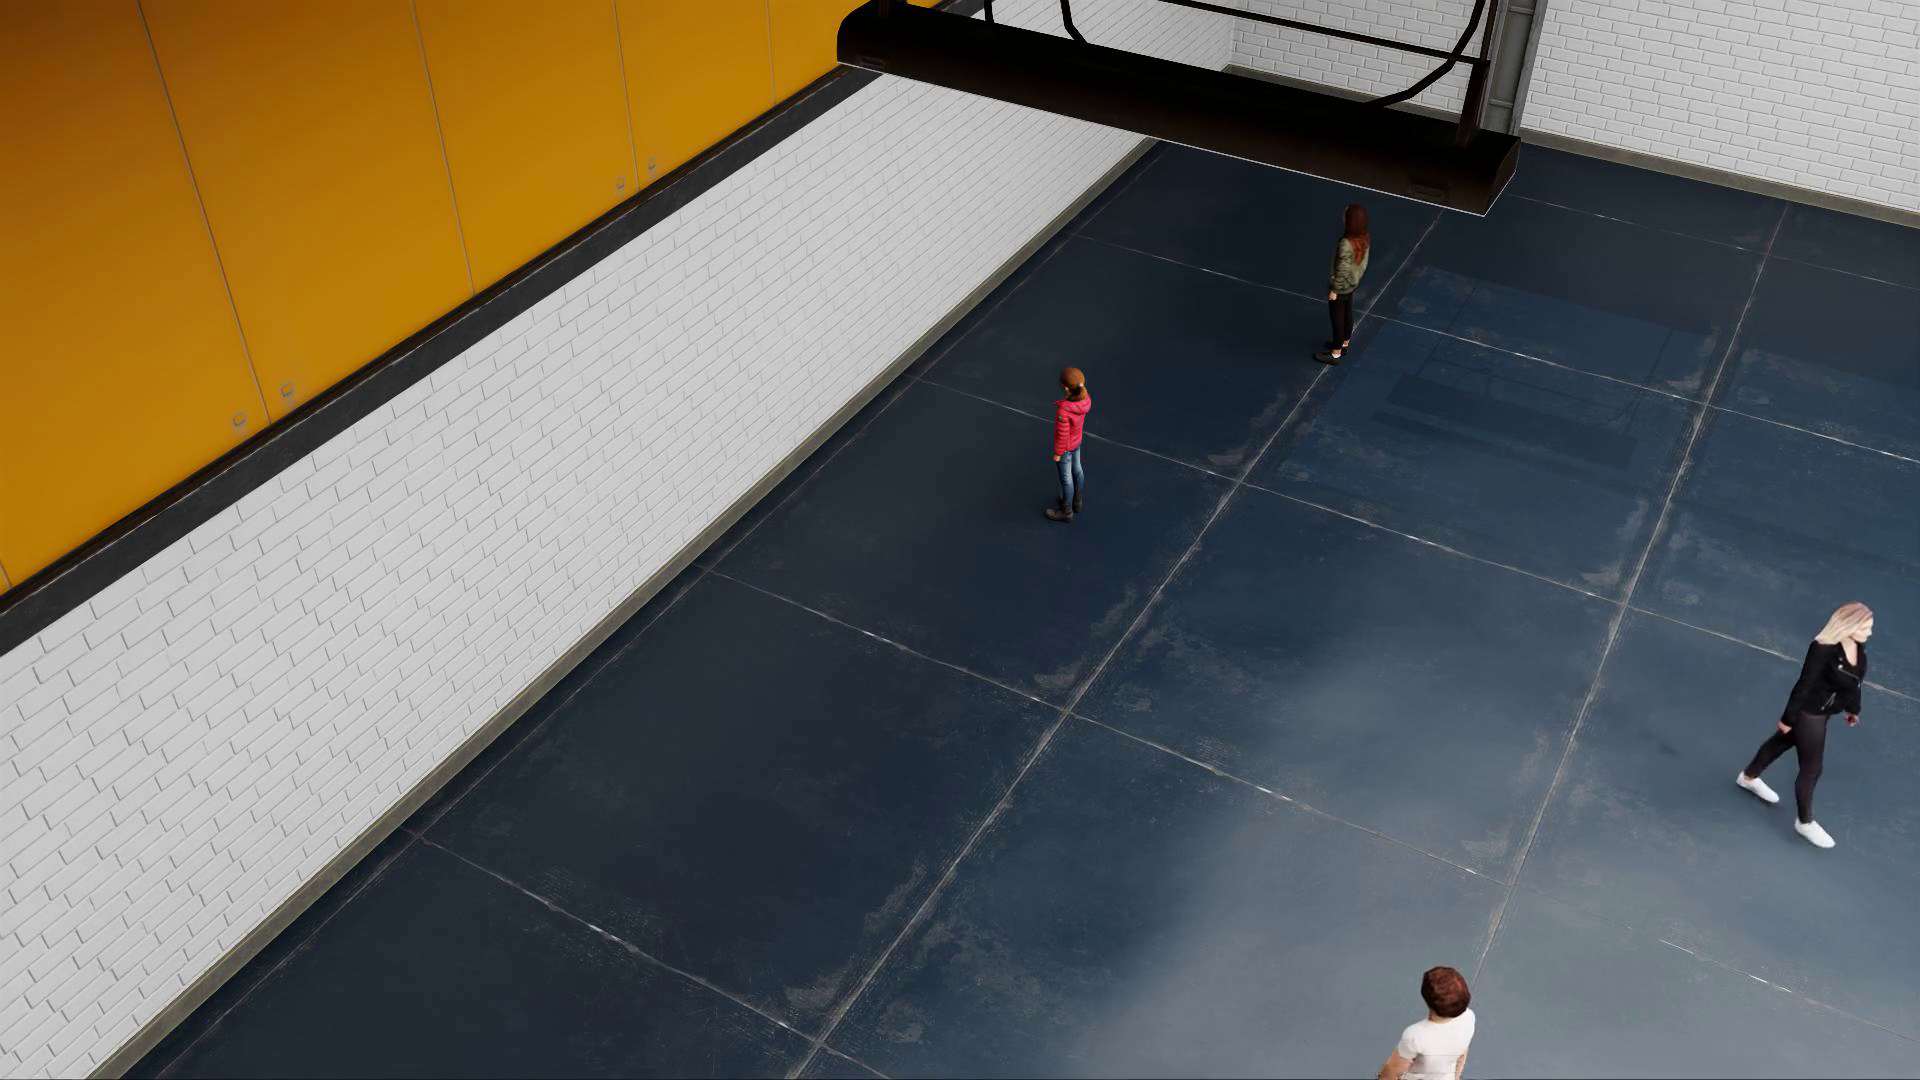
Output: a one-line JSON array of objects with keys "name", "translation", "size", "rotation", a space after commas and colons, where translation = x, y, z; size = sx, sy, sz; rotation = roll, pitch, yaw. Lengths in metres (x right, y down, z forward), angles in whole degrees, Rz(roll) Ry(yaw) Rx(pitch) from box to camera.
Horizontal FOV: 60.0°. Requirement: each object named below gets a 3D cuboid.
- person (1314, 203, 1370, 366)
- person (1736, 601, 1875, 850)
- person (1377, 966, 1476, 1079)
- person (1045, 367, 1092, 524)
[{"name": "person", "translation": [3.288, -2.194, 14.213], "size": [0.508, 1.475, 0.596], "rotation": [23, 44, 26]}, {"name": "person", "translation": [5.081, 0.983, 10.085], "size": [0.880, 1.663, 1.049], "rotation": [-25, 45, -28]}, {"name": "person", "translation": [2.248, 2.701, 7.969], "size": [0.989, 1.618, 1.183], "rotation": [-17, 42, -20]}, {"name": "person", "translation": [0.832, -0.724, 12.498], "size": [0.490, 1.318, 0.504], "rotation": [21, 43, 24]}]
